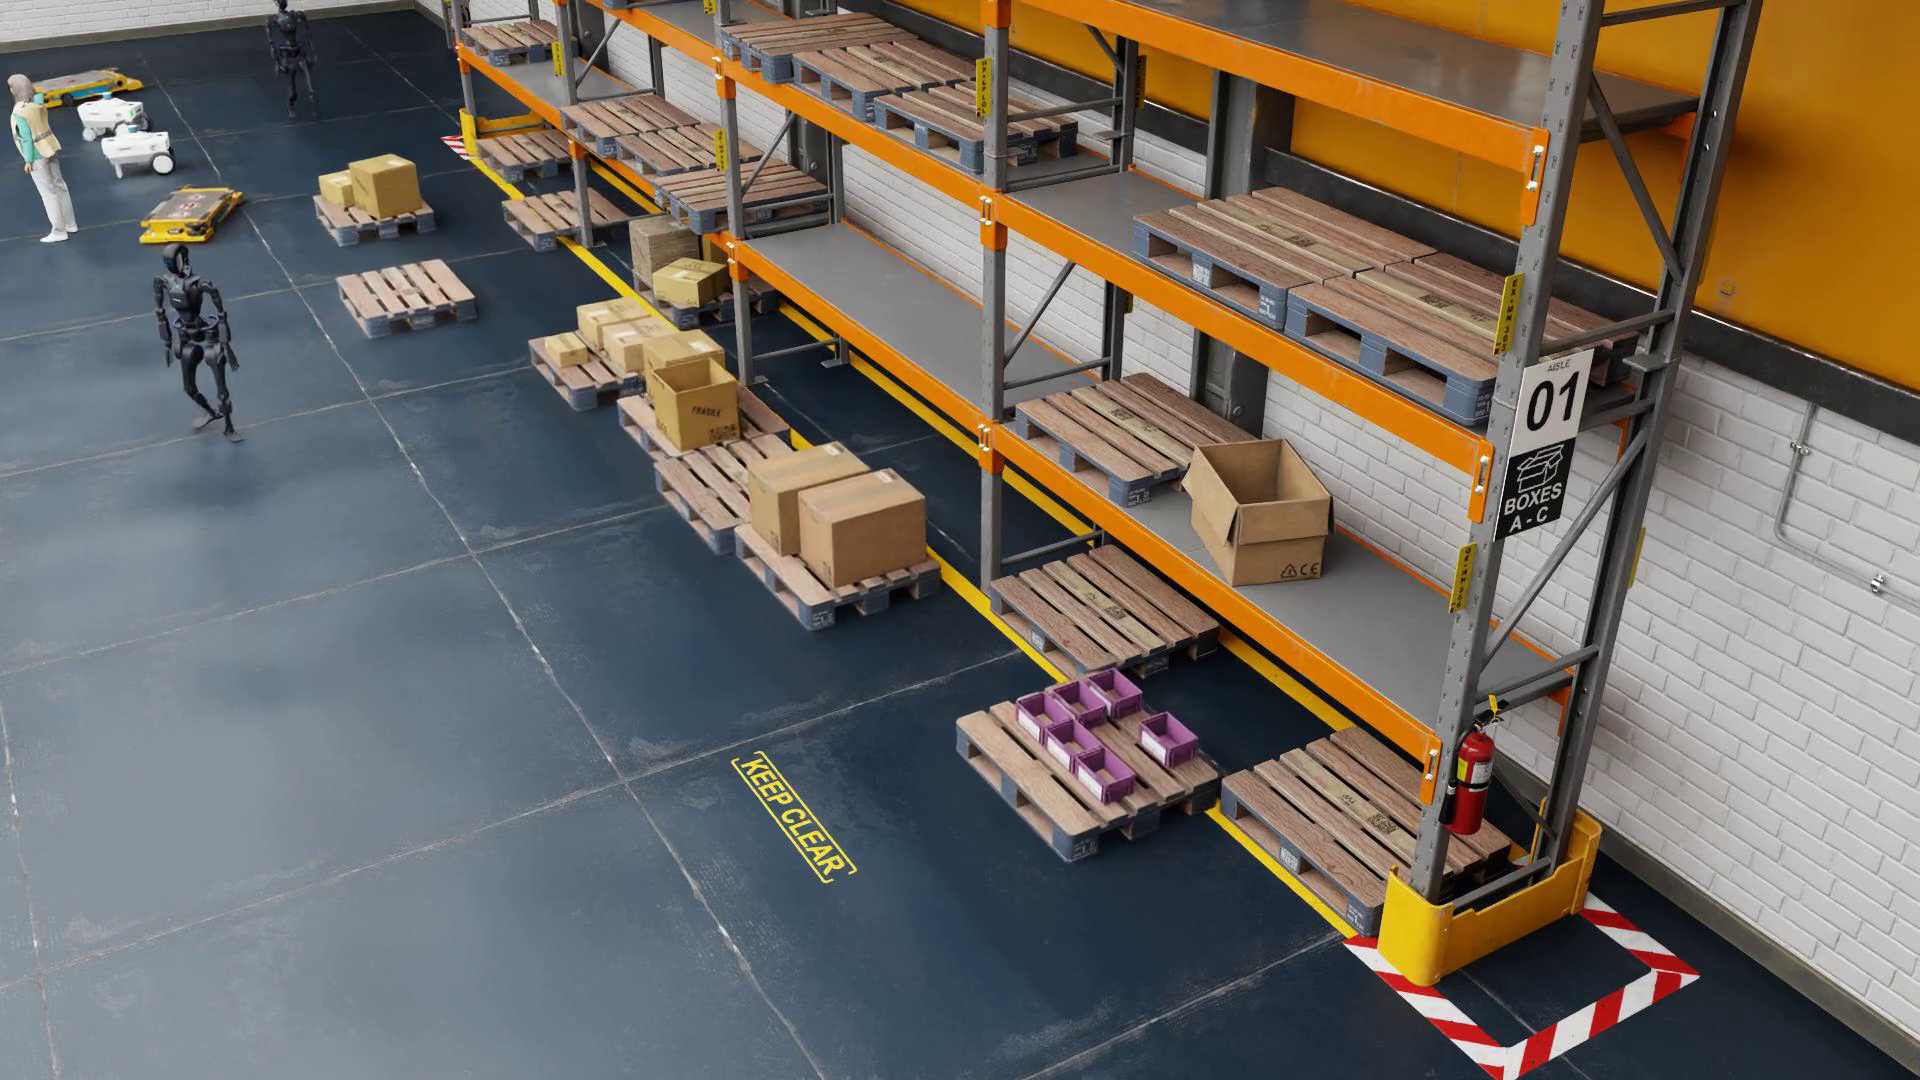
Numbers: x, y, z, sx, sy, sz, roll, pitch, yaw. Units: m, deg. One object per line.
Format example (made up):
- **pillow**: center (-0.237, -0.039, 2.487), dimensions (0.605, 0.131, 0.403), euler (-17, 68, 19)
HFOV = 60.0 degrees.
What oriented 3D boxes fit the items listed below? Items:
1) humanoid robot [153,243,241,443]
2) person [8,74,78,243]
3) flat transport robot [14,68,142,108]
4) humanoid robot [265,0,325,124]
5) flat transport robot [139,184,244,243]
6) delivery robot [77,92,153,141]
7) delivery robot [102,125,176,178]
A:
- **humanoid robot**: center (-5.905, -1.558, 12.960), dimensions (0.595, 1.646, 0.454), euler (2, 30, 4)
- **person**: center (-9.428, -3.922, 17.093), dimensions (0.365, 1.709, 0.465), euler (0, 30, 0)
- **flat transport robot**: center (-11.850, -6.068, 22.345), dimensions (0.659, 0.231, 1.431), euler (20, 35, 32)
- **humanoid robot**: center (-8.406, -6.116, 21.019), dimensions (0.616, 1.636, 0.604), euler (-23, 37, -34)
- **flat transport robot**: center (-8.217, -3.495, 17.802), dimensions (0.659, 0.231, 1.431), euler (-3, 30, -5)
- **delivery robot**: center (-10.461, -5.226, 20.576), dimensions (0.795, 0.602, 0.499), euler (1, 30, 1)
- **delivery robot**: center (-9.512, -4.511, 19.325), dimensions (0.785, 0.614, 0.499), euler (-13, 32, -22)
